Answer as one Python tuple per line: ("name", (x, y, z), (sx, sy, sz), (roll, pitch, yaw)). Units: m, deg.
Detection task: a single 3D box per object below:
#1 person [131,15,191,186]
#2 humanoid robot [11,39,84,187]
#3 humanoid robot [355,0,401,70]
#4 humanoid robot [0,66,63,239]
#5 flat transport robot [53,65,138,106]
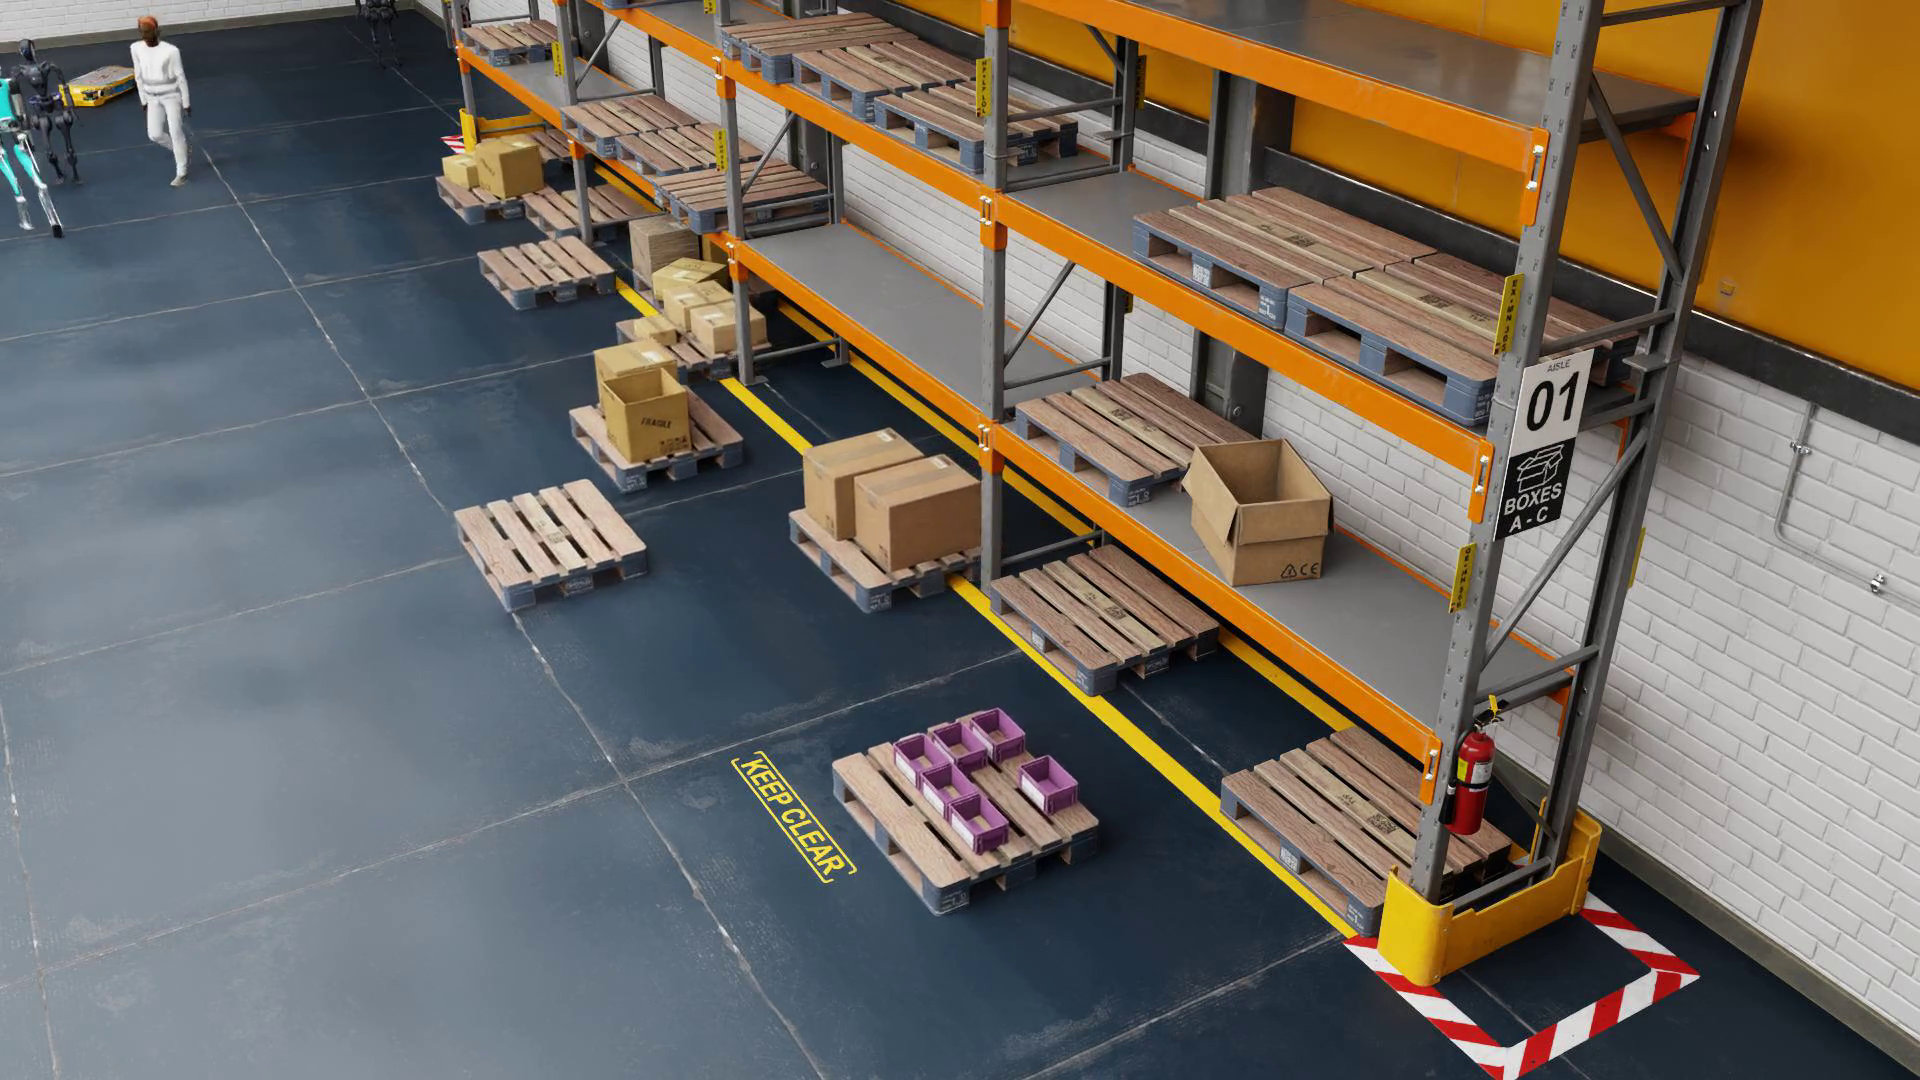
("person", (-8.963, -4.963, 18.765), (0.593, 1.872, 0.499), (4, 30, 6))
("humanoid robot", (-10.192, -4.780, 18.650), (0.595, 1.650, 0.325), (-10, 31, -18))
("humanoid robot", (-8.230, -7.505, 23.440), (0.599, 1.655, 0.315), (-16, 33, -26))
("humanoid robot", (-9.701, -3.968, 17.178), (0.926, 1.786, 0.553), (25, 38, 37))
("flat transport robot", (-11.570, -6.129, 22.453), (0.659, 0.231, 1.431), (4, 30, 8))
